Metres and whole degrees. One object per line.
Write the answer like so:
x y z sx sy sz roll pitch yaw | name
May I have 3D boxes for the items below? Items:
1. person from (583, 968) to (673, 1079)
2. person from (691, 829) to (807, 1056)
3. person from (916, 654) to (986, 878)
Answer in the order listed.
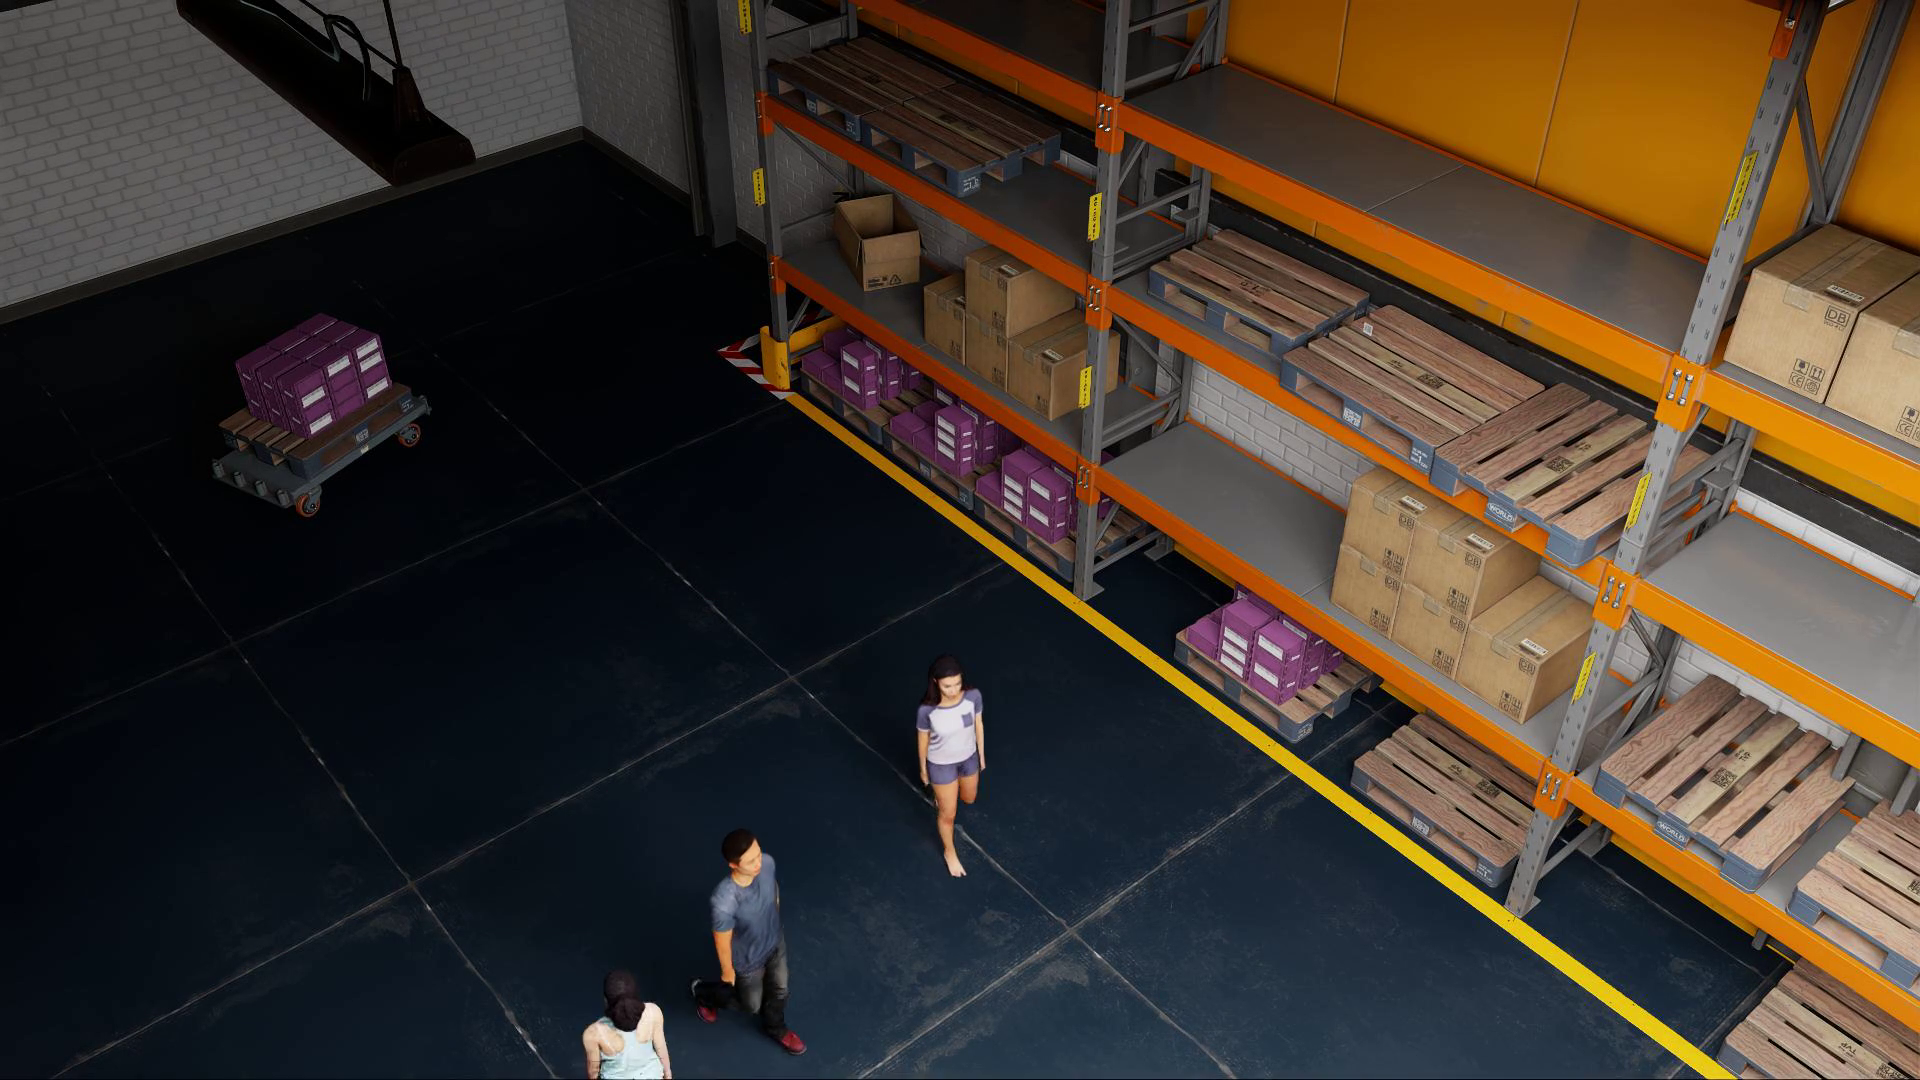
-1.651 2.854 8.509 0.684 1.735 1.162 -21 43 -25 | person
-1.227 2.219 9.259 1.027 1.793 0.841 20 43 23 | person
-0.079 1.326 10.438 0.736 1.716 0.954 -16 41 -19 | person
